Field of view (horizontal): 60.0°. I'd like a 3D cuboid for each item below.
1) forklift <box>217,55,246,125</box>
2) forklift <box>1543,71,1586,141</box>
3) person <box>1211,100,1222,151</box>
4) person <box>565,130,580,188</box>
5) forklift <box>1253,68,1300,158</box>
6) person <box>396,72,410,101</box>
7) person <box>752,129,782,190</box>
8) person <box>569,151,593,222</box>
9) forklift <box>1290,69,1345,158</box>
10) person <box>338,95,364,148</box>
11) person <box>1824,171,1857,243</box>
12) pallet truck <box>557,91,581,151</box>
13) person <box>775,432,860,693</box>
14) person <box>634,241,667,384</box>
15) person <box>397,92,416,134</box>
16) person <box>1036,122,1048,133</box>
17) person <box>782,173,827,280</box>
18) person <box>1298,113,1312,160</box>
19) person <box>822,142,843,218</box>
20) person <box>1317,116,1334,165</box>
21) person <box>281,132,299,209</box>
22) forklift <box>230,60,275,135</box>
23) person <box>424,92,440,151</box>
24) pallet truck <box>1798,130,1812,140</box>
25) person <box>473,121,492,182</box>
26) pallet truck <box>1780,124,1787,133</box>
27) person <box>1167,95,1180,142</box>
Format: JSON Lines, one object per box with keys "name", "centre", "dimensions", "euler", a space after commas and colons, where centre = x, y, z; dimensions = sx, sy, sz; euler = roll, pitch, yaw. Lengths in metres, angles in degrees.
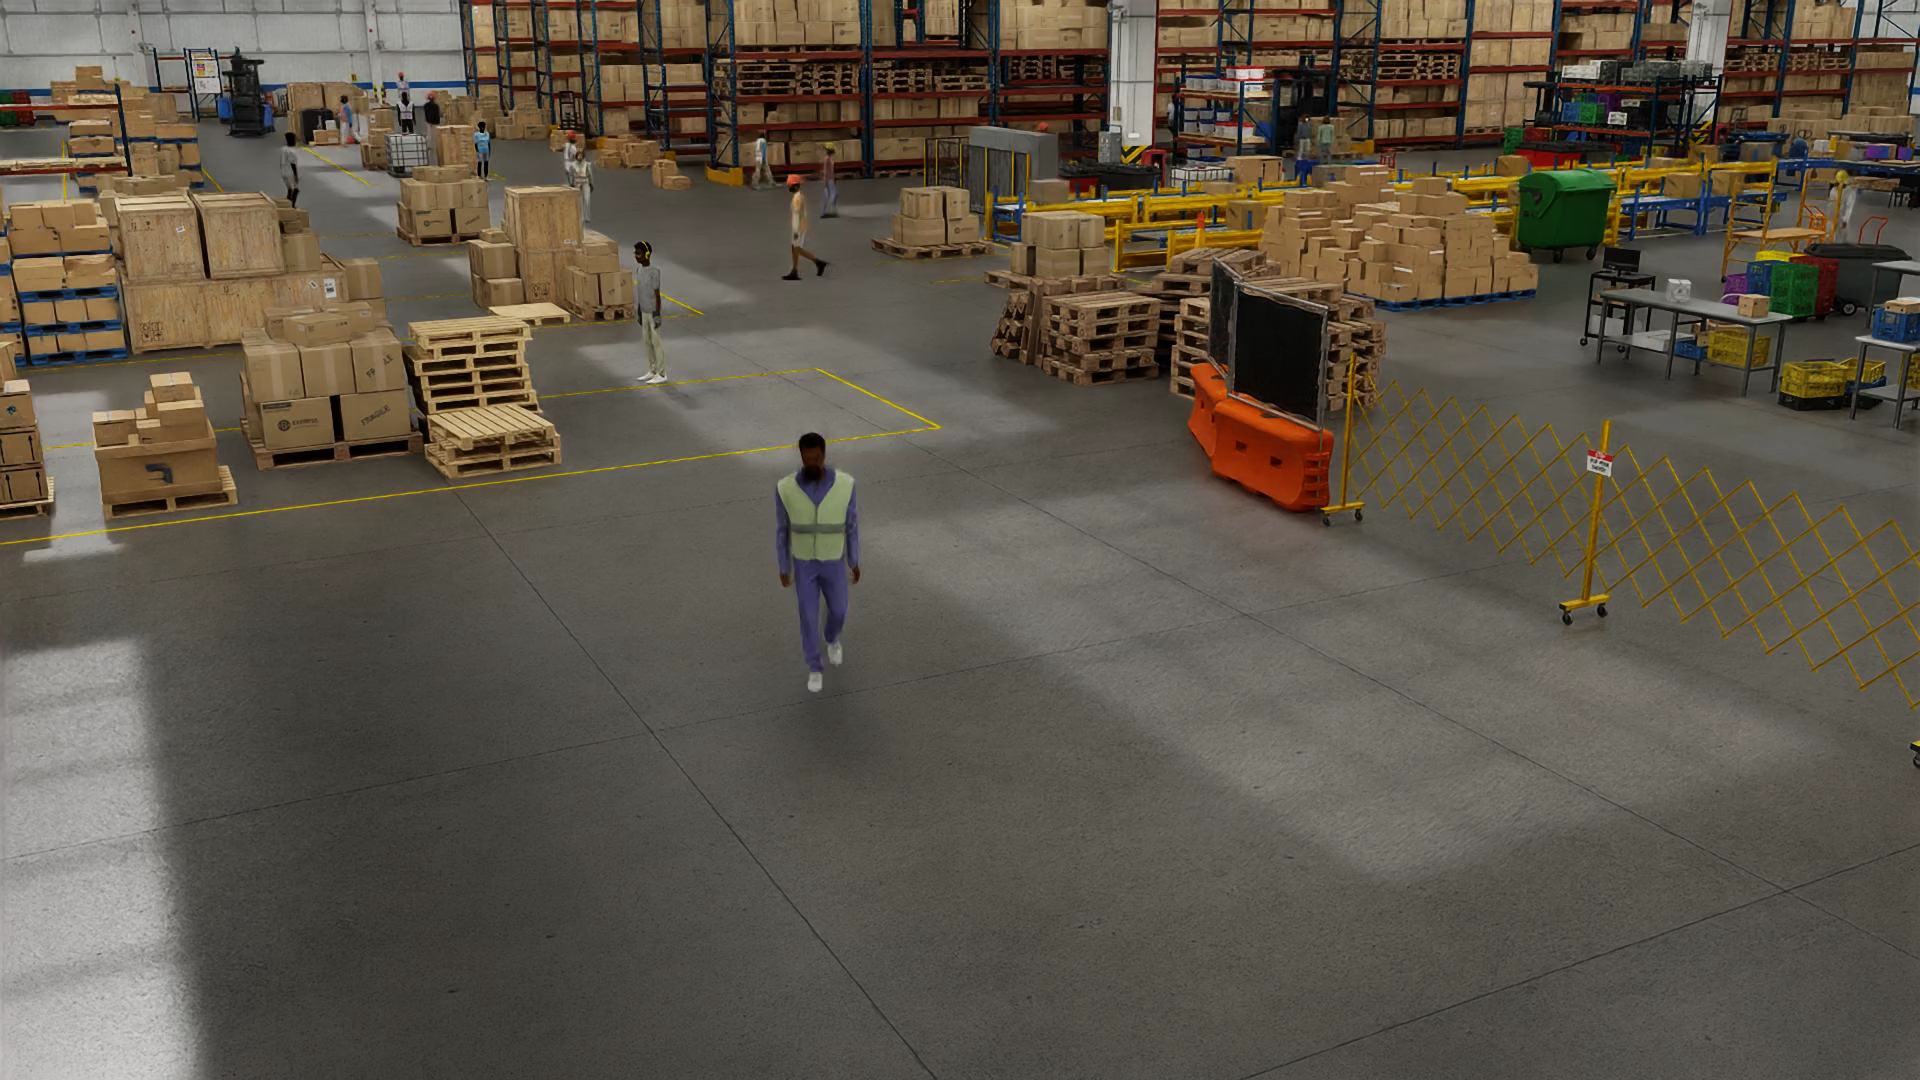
{"name": "forklift", "centre": [-30.151, -18.861, 69.635], "dimensions": [1.873, 2.768, 1.129], "euler": [-9, 20, -26]}
{"name": "forklift", "centre": [18.685, -13.231, 52.085], "dimensions": [1.873, 2.768, 1.129], "euler": [-9, 20, -26]}
{"name": "person", "centre": [8.737, -14.008, 56.335], "dimensions": [0.549, 1.745, 0.631], "euler": [-2, 18, -7]}
{"name": "person", "centre": [-9.545, -9.100, 40.816], "dimensions": [0.417, 1.890, 0.621], "euler": [-12, 21, -33]}
{"name": "forklift", "centre": [10.681, -14.092, 54.768], "dimensions": [1.129, 2.768, 1.873], "euler": [-9, 20, -26]}
{"name": "person", "centre": [-25.488, -20.465, 76.188], "dimensions": [0.559, 1.914, 0.541], "euler": [-3, 18, -10]}
{"name": "person", "centre": [-5.276, -10.273, 44.923], "dimensions": [0.843, 1.592, 0.530], "euler": [-10, 20, -28]}
{"name": "person", "centre": [-8.660, -8.070, 38.029], "dimensions": [0.547, 1.599, 0.781], "euler": [-4, 18, -13]}
{"name": "forklift", "centre": [11.615, -13.871, 54.079], "dimensions": [1.129, 2.768, 1.873], "euler": [-9, 20, -27]}
{"name": "person", "centre": [-21.438, -14.683, 58.332], "dimensions": [0.844, 1.818, 0.629], "euler": [-7, 19, -21]}
{"name": "person", "centre": [16.758, -6.137, 31.743], "dimensions": [0.923, 1.789, 0.599], "euler": [-8, 20, -25]}
{"name": "pallet truck", "centre": [-13.495, -14.412, 57.188], "dimensions": [0.823, 1.965, 1.885], "euler": [-3, 18, -9]}
{"name": "person", "centre": [-1.029, 0.131, 11.995], "dimensions": [0.603, 1.909, 0.501], "euler": [-2, 18, -7]}
{"name": "person", "centre": [-4.068, -2.970, 21.749], "dimensions": [0.330, 1.861, 0.503], "euler": [-16, 24, -41]}
{"name": "person", "centre": [-19.388, -14.713, 58.271], "dimensions": [0.596, 1.915, 0.383], "euler": [-10, 20, -27]}
{"name": "person", "centre": [2.266, -9.921, 43.352], "dimensions": [0.851, 1.912, 0.546], "euler": [-9, 20, -26]}
{"name": "person", "centre": [-2.835, -5.627, 29.938], "dimensions": [0.720, 1.914, 0.560], "euler": [-1, 18, -5]}
{"name": "person", "centre": [10.691, -12.420, 51.603], "dimensions": [0.521, 1.600, 0.529], "euler": [-6, 19, -17]}
{"name": "person", "centre": [-2.966, -8.399, 38.836], "dimensions": [0.650, 1.741, 0.560], "euler": [0, 18, 1]}
{"name": "person", "centre": [10.988, -11.928, 50.031], "dimensions": [0.509, 1.632, 0.265], "euler": [-3, 18, -10]}
{"name": "person", "centre": [-15.807, -8.650, 39.313], "dimensions": [0.387, 1.943, 0.687], "euler": [-15, 23, -38]}
{"name": "forklift", "centre": [-27.349, -17.046, 63.978], "dimensions": [1.129, 2.768, 1.873], "euler": [-1, 18, -2]}
{"name": "person", "centre": [-18.154, -14.399, 57.244], "dimensions": [0.615, 1.952, 1.012], "euler": [4, 18, 12]}
{"name": "pallet truck", "centre": [25.526, -11.556, 49.408], "dimensions": [1.630, 1.274, 0.653], "euler": [-9, 20, -26]}
{"name": "person", "centre": [-13.441, -10.935, 46.862], "dimensions": [0.333, 1.686, 0.535], "euler": [15, 23, 40]}
{"name": "pallet truck", "centre": [25.206, -12.542, 52.601], "dimensions": [1.601, 1.201, 0.680], "euler": [0, 18, -2]}
{"name": "person", "centre": [7.851, -15.490, 61.051], "dimensions": [0.541, 1.683, 0.487], "euler": [10, 21, 29]}
